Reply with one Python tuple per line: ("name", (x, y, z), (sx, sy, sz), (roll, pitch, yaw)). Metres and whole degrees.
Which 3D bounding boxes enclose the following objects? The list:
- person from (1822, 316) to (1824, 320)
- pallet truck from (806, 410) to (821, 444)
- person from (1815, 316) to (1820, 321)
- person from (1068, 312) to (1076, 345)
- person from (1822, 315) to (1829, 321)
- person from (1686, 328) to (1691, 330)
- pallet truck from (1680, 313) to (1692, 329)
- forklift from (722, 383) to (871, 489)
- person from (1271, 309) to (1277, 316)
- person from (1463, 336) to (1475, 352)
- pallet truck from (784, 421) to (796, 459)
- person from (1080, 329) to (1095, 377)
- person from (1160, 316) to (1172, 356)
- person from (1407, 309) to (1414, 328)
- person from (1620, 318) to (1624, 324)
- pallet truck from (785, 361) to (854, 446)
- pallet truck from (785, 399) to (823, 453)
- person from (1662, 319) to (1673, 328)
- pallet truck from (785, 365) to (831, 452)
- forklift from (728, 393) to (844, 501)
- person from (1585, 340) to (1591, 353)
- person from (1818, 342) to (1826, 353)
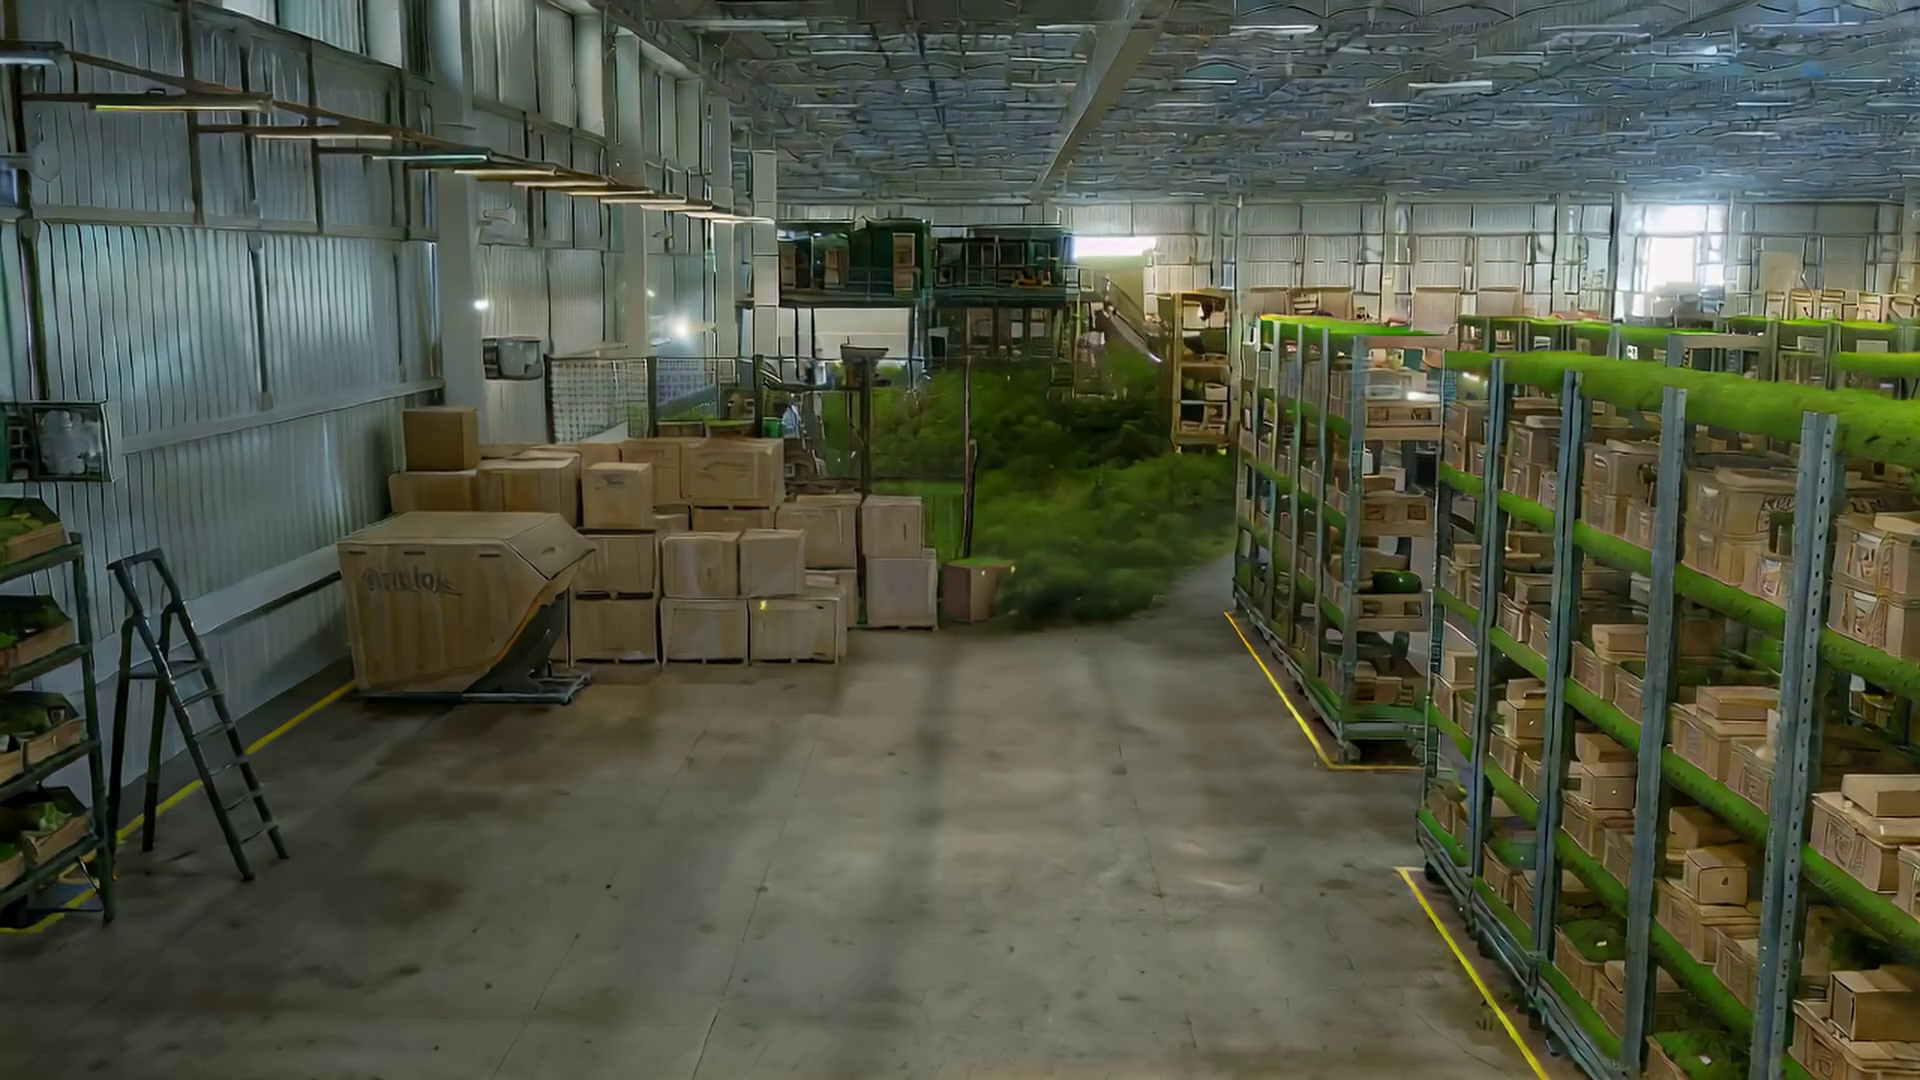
("person", (42.937, -10.242, 82.976), (0.645, 1.833, 0.432), (3, 10, 18))
("pallet truck", (-3.559, -2.018, 33.905), (1.522, 1.261, 0.704), (0, 9, -1))
("person", (41.225, -9.790, 79.949), (0.390, 1.912, 0.587), (-1, 9, -5))
("person", (6.210, -11.656, 91.736), (0.631, 1.825, 0.746), (-7, 12, -38))
("person", (42.739, -10.162, 82.272), (0.957, 1.884, 0.760), (0, 9, 1))
("person", (26.686, -6.789, 61.172), (0.397, 1.990, 0.623), (-4, 10, -25))
("pallet truck", (36.315, -10.531, 84.244), (0.823, 1.965, 1.885), (-6, 11, -33))
("forklift", (-2.893, -1.687, 28.729), (2.680, 1.987, 1.157), (0, 9, -1))
("person", (17.694, -12.061, 93.856), (0.604, 1.932, 0.493), (-8, 12, -41))
("person", (16.530, -5.639, 54.104), (0.619, 2.001, 1.034), (-8, 12, -39))
("pallet truck", (-4.013, -1.793, 32.705), (1.601, 1.201, 0.680), (0, 9, 1))
("person", (4.932, -7.235, 64.316), (0.775, 1.859, 0.606), (-1, 9, -5))
("person", (9.908, -9.772, 79.823), (0.583, 1.904, 0.836), (0, 9, 1))
("person", (25.605, -12.184, 94.692), (0.398, 1.918, 0.587), (6, 11, 35))
("person", (30.840, -9.418, 77.620), (0.586, 1.919, 0.398), (8, 12, 41))
("pallet truck", (-3.410, -3.193, 38.978), (1.885, 1.965, 0.823), (0, 9, -1))
("pallet truck", (-3.814, -2.432, 36.419), (1.630, 1.274, 0.653), (0, 9, 1))
("person", (32.771, -9.306, 77.094), (0.538, 1.864, 0.313), (1, 9, 4))
("pallet truck", (-3.774, -2.976, 37.635), (1.885, 1.965, 0.823), (1, 9, 5))
("forklift", (-2.979, -1.316, 26.476), (2.680, 1.987, 1.157), (0, 9, 1))
("person", (24.578, -7.383, 64.691), (0.761, 2.000, 0.549), (-7, 11, -35))
("person", (28.106, -5.550, 54.168), (0.603, 1.788, 0.954), (0, 9, 0))
